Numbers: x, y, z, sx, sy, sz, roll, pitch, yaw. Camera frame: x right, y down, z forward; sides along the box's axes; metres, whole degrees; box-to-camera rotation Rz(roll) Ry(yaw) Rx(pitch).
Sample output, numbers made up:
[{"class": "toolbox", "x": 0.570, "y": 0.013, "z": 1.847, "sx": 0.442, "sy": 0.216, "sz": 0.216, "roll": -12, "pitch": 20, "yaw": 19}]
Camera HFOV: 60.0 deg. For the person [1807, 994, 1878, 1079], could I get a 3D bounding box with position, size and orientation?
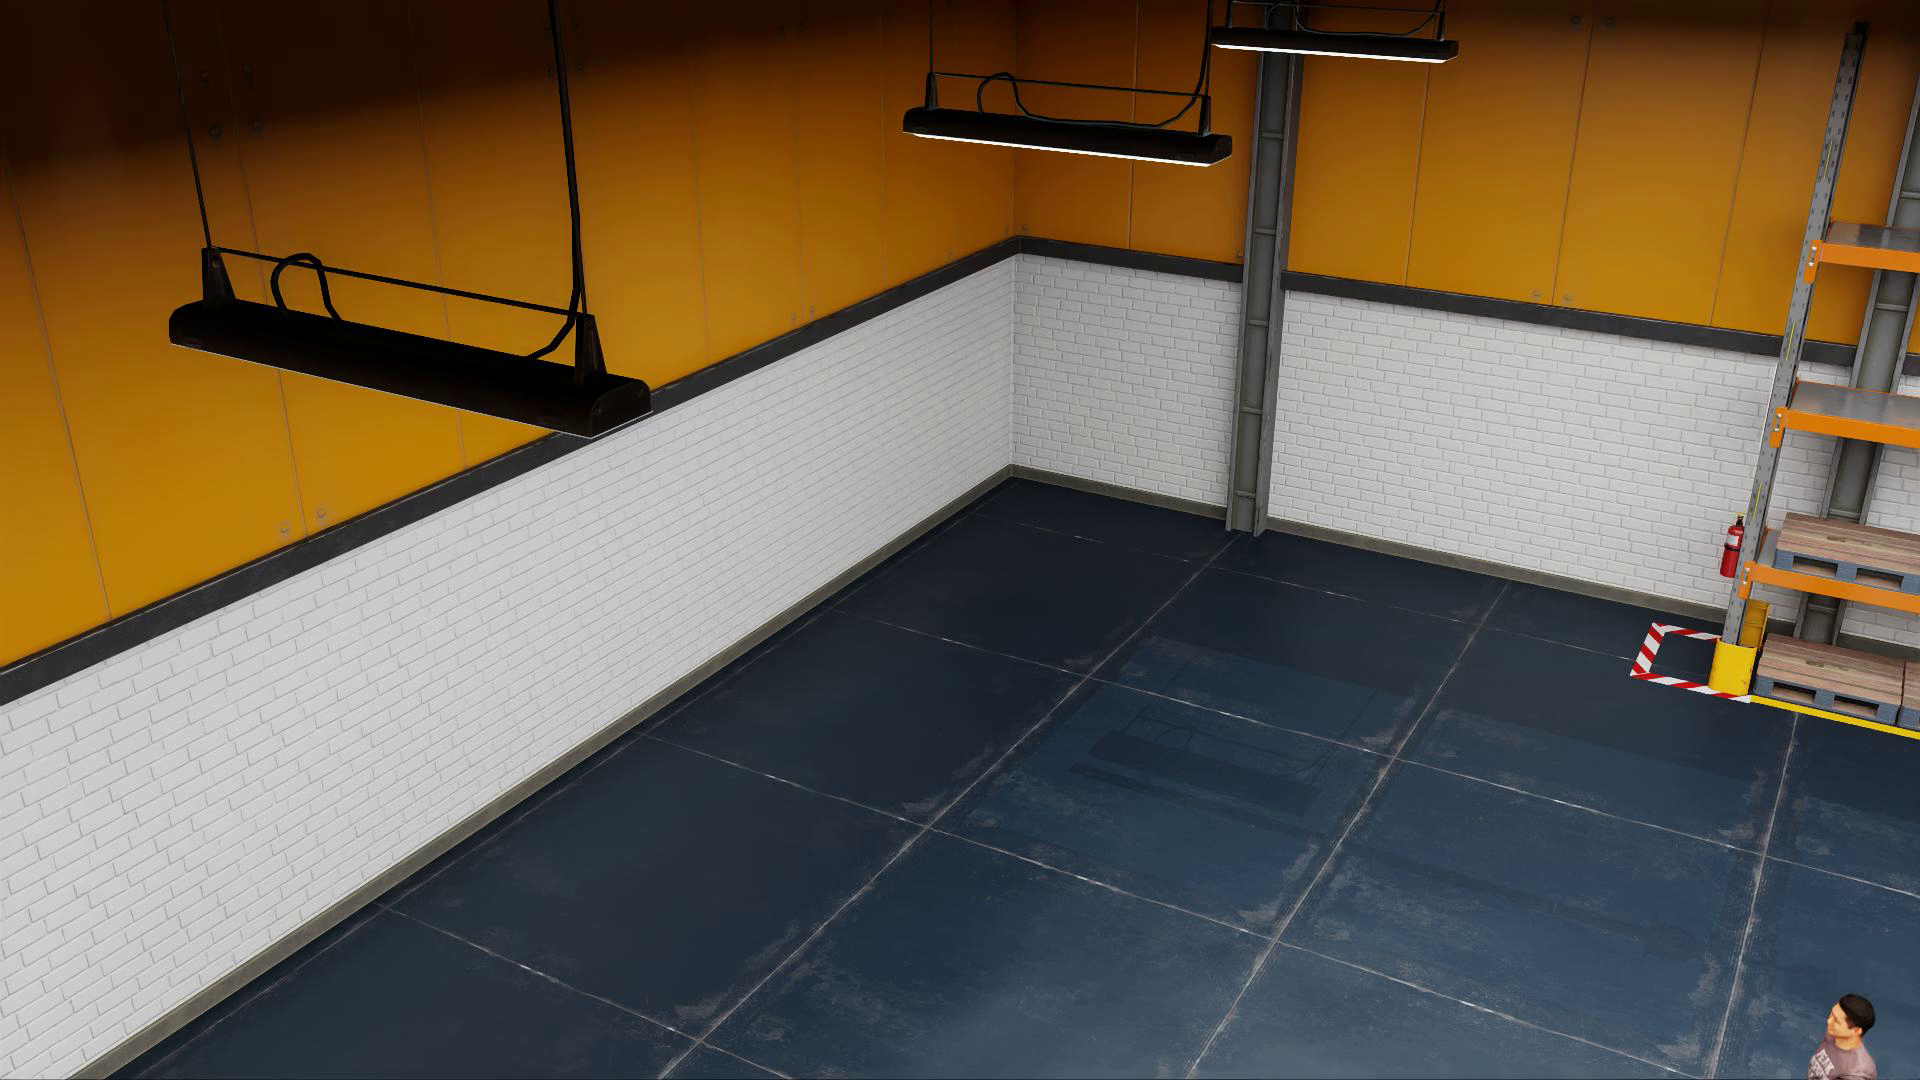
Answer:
[{"class": "person", "x": 4.945, "y": 3.295, "z": 9.310, "sx": 0.765, "sy": 1.769, "sz": 0.745, "roll": 2, "pitch": 24, "yaw": 4}]
